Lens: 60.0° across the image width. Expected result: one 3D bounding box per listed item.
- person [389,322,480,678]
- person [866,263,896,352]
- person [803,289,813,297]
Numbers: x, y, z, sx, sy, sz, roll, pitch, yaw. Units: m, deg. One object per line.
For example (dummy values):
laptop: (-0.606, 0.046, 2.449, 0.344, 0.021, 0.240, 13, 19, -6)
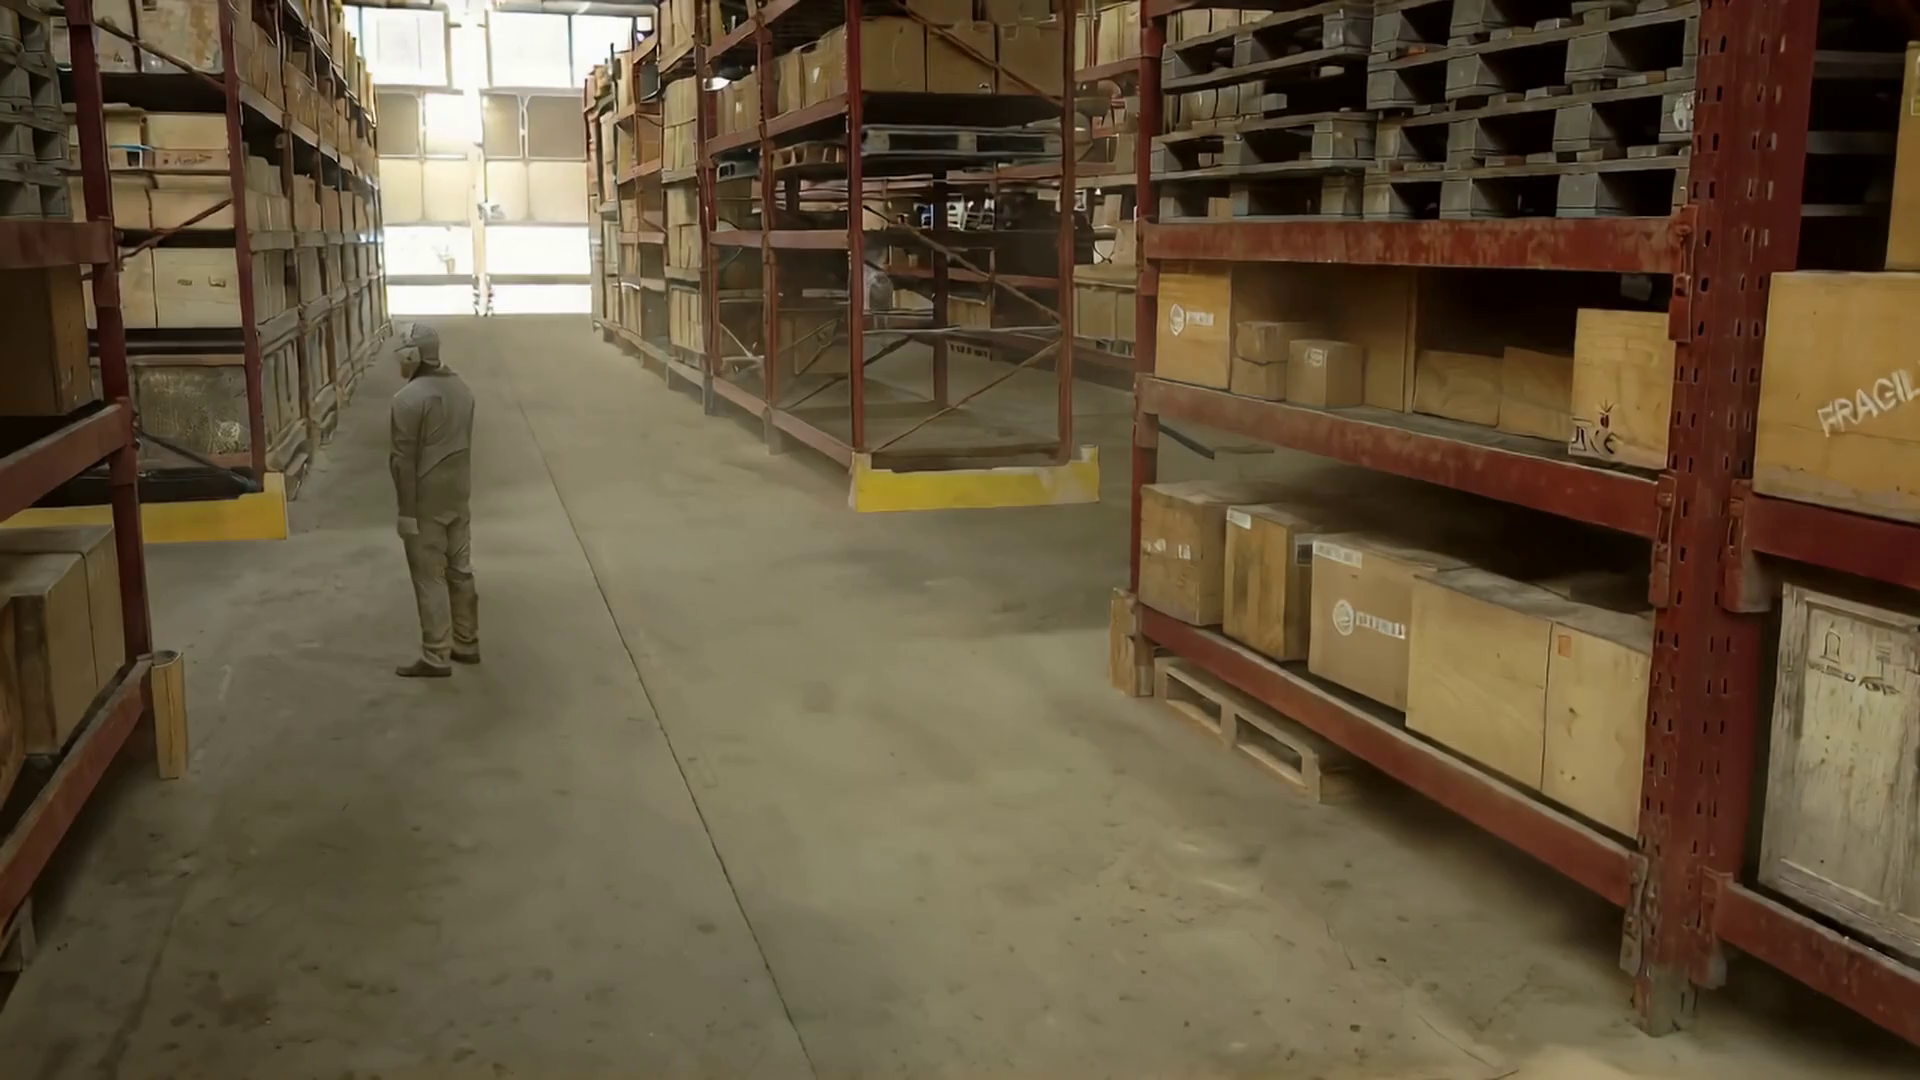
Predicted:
person: (-2.852, -0.214, 8.949, 0.398, 1.899, 0.649, 2, 11, 12)
person: (-1.624, -4.761, 34.072, 0.606, 1.824, 0.404, 2, 11, 10)
person: (-3.874, -5.973, 40.301, 0.645, 1.961, 0.830, -4, 11, -22)
